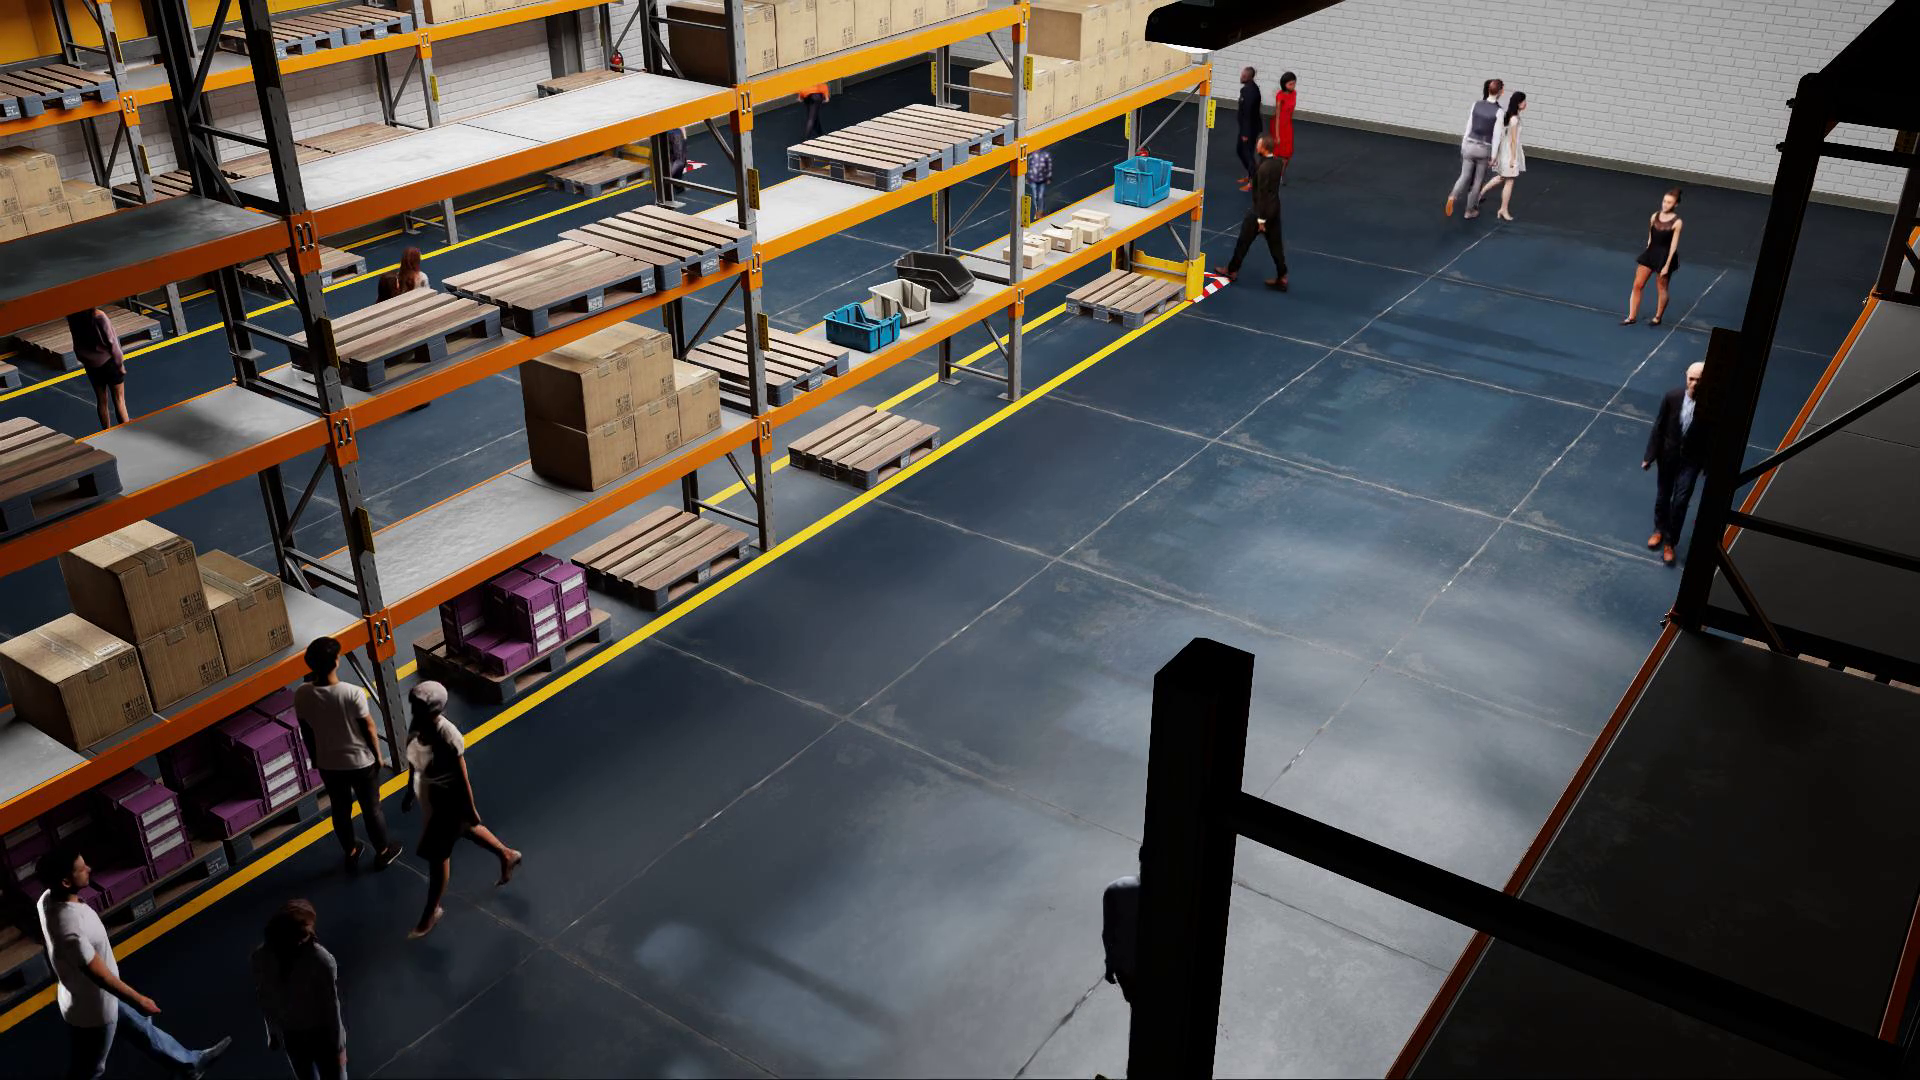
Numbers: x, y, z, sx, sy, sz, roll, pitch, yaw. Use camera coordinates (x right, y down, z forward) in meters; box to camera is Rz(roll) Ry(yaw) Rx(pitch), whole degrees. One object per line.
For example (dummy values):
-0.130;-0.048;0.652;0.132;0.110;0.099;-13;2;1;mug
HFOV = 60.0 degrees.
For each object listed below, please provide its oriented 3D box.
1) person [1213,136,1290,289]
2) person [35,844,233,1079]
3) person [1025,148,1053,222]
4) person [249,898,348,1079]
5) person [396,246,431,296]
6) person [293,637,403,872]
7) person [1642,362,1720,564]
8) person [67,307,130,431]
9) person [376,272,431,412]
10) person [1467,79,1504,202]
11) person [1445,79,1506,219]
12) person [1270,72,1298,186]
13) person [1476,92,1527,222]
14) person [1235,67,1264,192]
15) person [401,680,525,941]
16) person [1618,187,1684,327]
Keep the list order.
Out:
3.804;-3.962;20.310;0.803;1.863;1.178;22;35;34;person
-4.616;2.431;8.644;1.247;1.812;0.985;-16;33;-27;person
1.096;-5.017;22.897;0.587;1.238;0.657;9;30;16;person
-3.334;2.538;8.484;0.690;1.777;0.663;17;33;28;person
-5.863;-2.367;17.816;0.843;1.453;1.086;4;29;7;person
-3.952;1.380;10.665;0.704;1.722;0.715;1;29;2;person
6.300;-0.751;14.511;0.681;1.780;0.760;19;34;31;person
-8.350;-1.680;16.181;0.690;1.812;0.671;5;29;9;person
-5.815;-2.063;17.235;0.635;1.475;0.579;10;30;17;person
7.479;-5.695;23.647;0.703;1.711;0.612;-1;29;-2;person
7.034;-5.299;22.706;0.837;1.917;1.053;24;36;36;person
4.618;-5.953;24.124;0.765;1.707;0.797;-24;36;-36;person
7.420;-5.231;22.743;0.899;1.761;0.940;6;29;10;person
4.212;-5.910;23.965;0.905;1.784;0.805;5;29;9;person
-3.103;1.589;10.291;1.144;1.714;0.804;-23;36;-35;person
8.156;-3.258;19.240;0.931;1.652;0.794;-16;32;-27;person
